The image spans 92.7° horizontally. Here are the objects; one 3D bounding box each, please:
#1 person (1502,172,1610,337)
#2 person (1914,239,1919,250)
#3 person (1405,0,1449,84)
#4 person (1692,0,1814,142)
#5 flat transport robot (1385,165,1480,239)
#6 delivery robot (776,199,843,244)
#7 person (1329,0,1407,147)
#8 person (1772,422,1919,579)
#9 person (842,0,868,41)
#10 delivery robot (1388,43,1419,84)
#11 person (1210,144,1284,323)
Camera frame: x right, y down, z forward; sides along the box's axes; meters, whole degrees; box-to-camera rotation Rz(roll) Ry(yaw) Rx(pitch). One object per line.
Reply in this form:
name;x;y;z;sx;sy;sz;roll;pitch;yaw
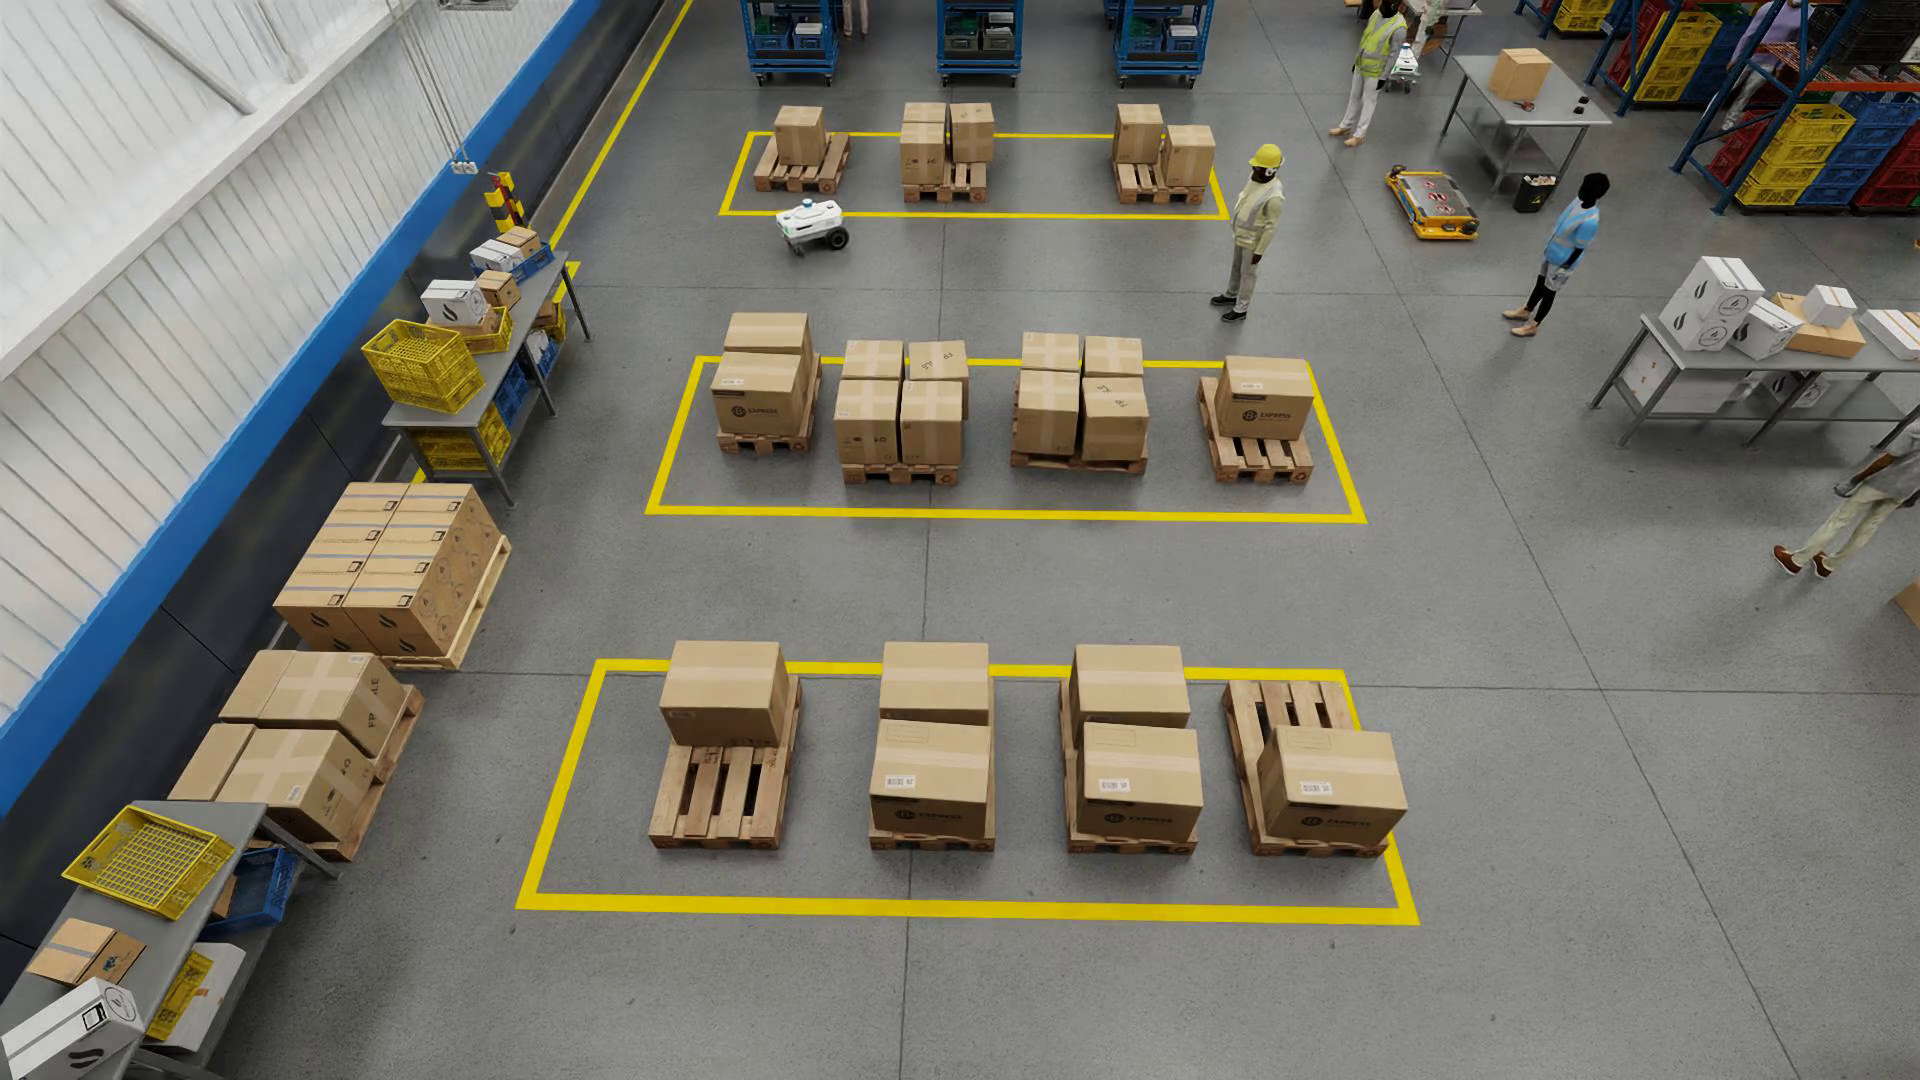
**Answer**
person;5.878;-2.777;8.984;0.322;1.692;0.534;8;50;7
person;11.253;-3.935;9.862;0.584;1.882;0.346;9;50;8
person;6.677;-7.390;13.018;0.317;1.632;0.522;21;52;17
person;10.200;-6.116;11.715;0.629;1.940;0.373;20;52;17
flat transport robot;5.692;-4.094;11.059;0.652;0.197;1.431;1;49;1
delivery robot;-1.707;-3.631;10.412;0.707;0.478;0.477;-20;52;-17
person;5.224;-6.002;11.678;0.429;1.842;0.633;-15;51;-12
person;6.893;-0.407;6.815;0.531;1.875;0.322;11;50;9
person;-1.632;-8.691;13.919;0.628;1.980;0.411;-18;52;-15
delivery robot;6.372;-6.919;13.258;0.477;0.478;0.707;5;49;4
person;2.875;-3.032;9.114;0.404;1.829;0.600;-8;50;-6
